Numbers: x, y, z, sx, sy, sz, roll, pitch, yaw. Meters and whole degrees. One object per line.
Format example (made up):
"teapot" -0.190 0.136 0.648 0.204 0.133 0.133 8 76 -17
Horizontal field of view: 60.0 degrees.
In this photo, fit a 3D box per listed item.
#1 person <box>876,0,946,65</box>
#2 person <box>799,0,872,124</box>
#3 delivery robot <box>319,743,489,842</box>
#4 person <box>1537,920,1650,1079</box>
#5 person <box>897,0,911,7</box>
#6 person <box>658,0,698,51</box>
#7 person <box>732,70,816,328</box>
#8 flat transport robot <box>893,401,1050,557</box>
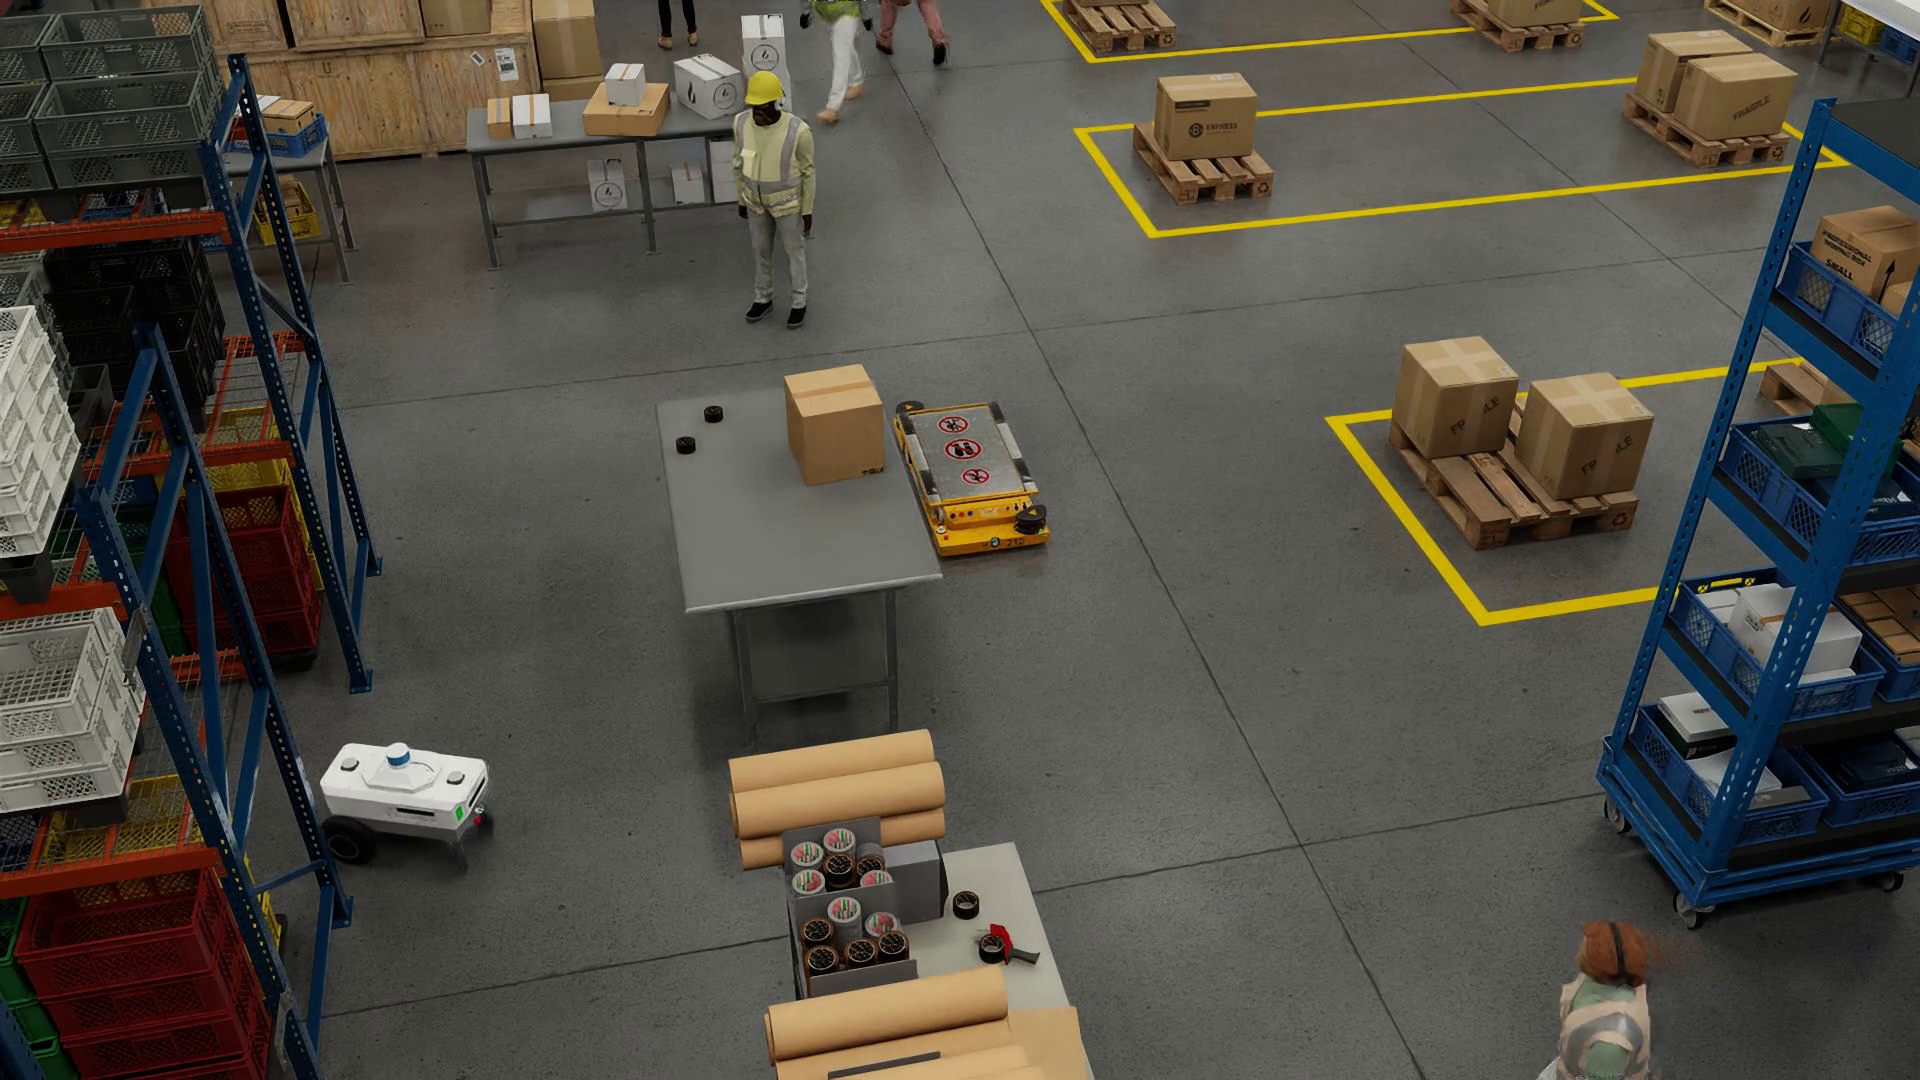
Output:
"person" -0.465 -5.369 15.437 0.630 1.848 0.892 -13 39 -17
"person" -1.087 -4.608 14.473 0.635 1.789 0.935 22 42 27
"delivery robot" -2.552 1.144 7.681 0.707 0.478 0.477 6 37 8
"person" 2.293 1.918 5.850 0.837 1.594 0.559 10 38 13
"person" -0.835 -6.212 16.562 0.603 1.854 0.545 -3 37 -4
"person" -2.763 -5.508 15.746 0.537 1.695 0.320 -14 39 -18
"person" -1.269 -2.314 11.340 0.591 1.834 0.404 12 38 16
"flat transport robot" 0.046 -0.430 10.108 0.652 0.197 1.431 -8 37 -10
